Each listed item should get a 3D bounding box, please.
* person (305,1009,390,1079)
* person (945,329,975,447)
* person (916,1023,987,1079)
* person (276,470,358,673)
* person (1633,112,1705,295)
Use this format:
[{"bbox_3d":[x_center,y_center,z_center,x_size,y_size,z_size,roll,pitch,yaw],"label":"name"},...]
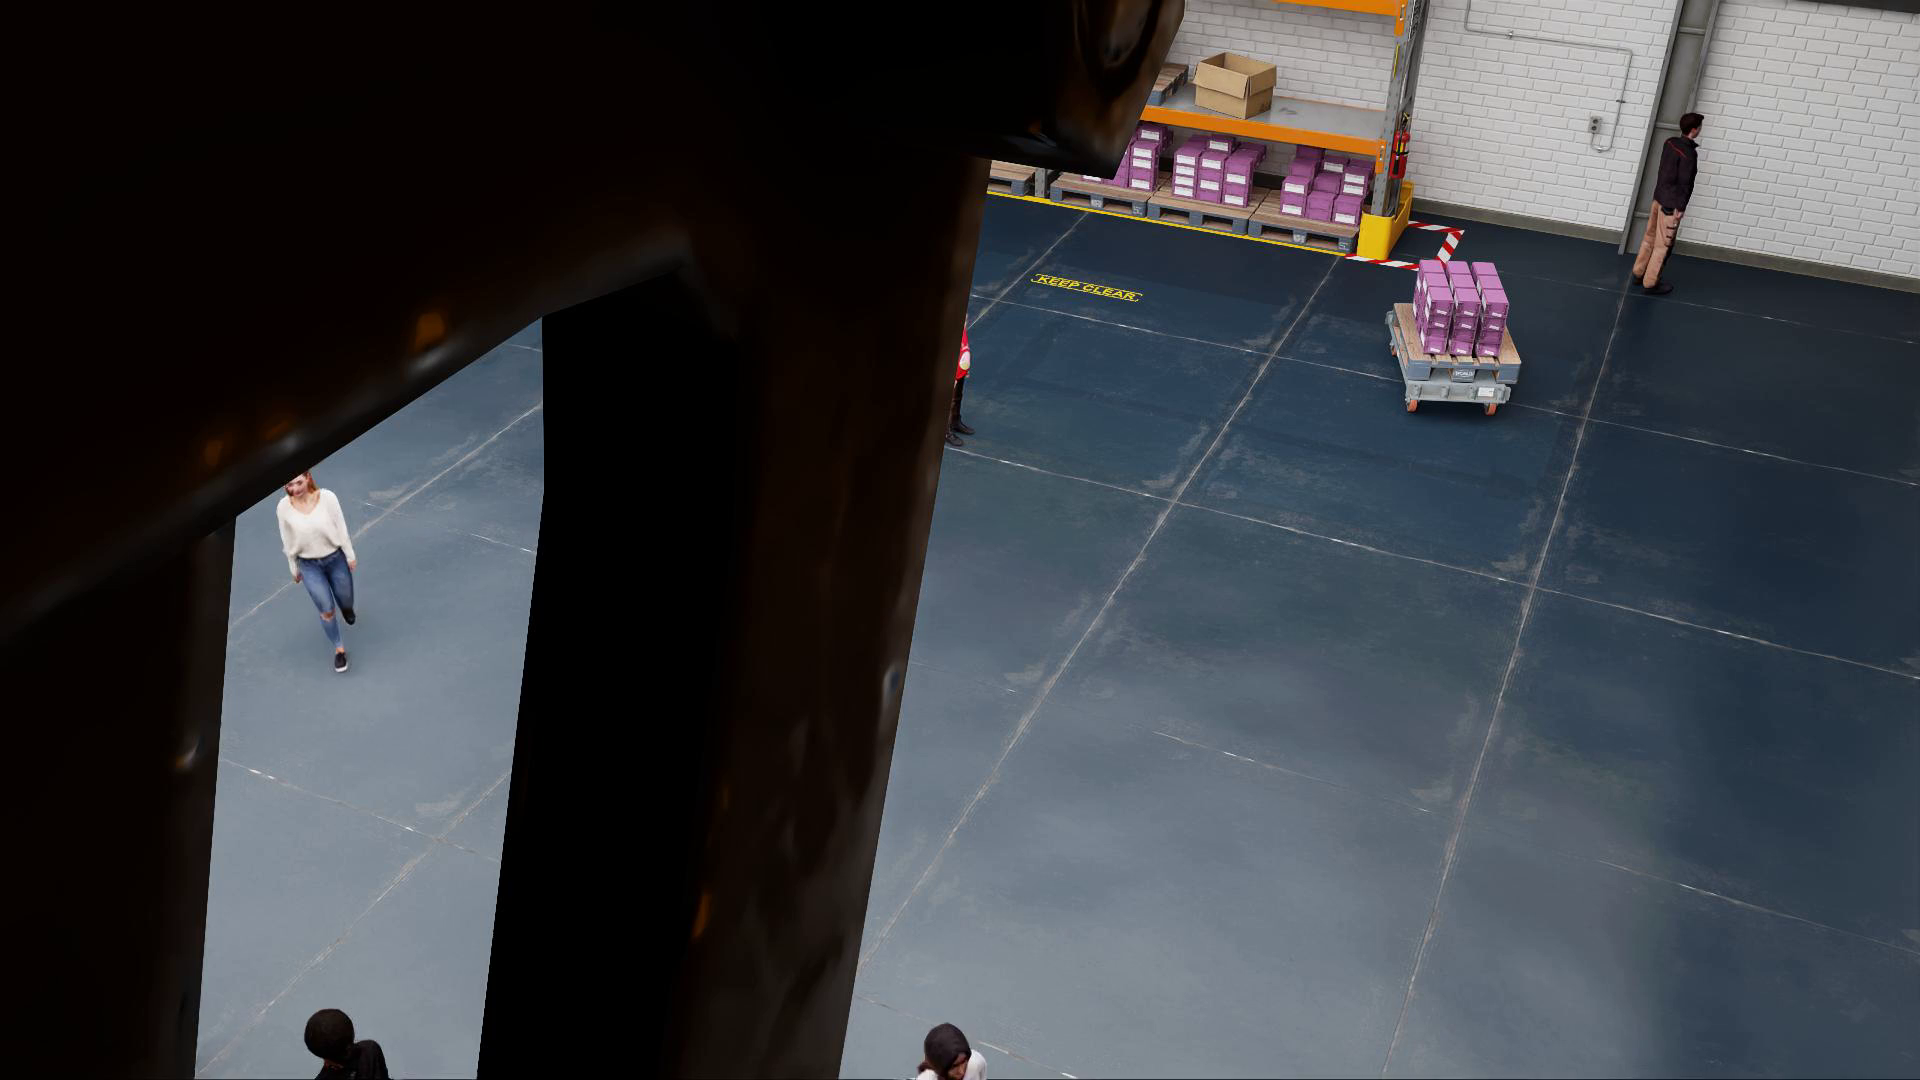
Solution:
[{"bbox_3d":[-2.808,2.882,7.929,0.705,1.663,0.664,21,39,28],"label":"person"},{"bbox_3d":[-0.043,-1.488,14.849,0.507,1.280,0.483,14,36,20],"label":"person"},{"bbox_3d":[-0.097,2.857,7.922,0.744,1.711,0.783,-24,40,-31],"label":"person"},{"bbox_3d":[-4.618,0.136,12.045,0.919,1.678,0.978,-11,35,-16],"label":"person"},{"bbox_3d":[7.380,-3.518,17.322,0.798,1.924,0.779,-6,34,-8],"label":"person"}]
